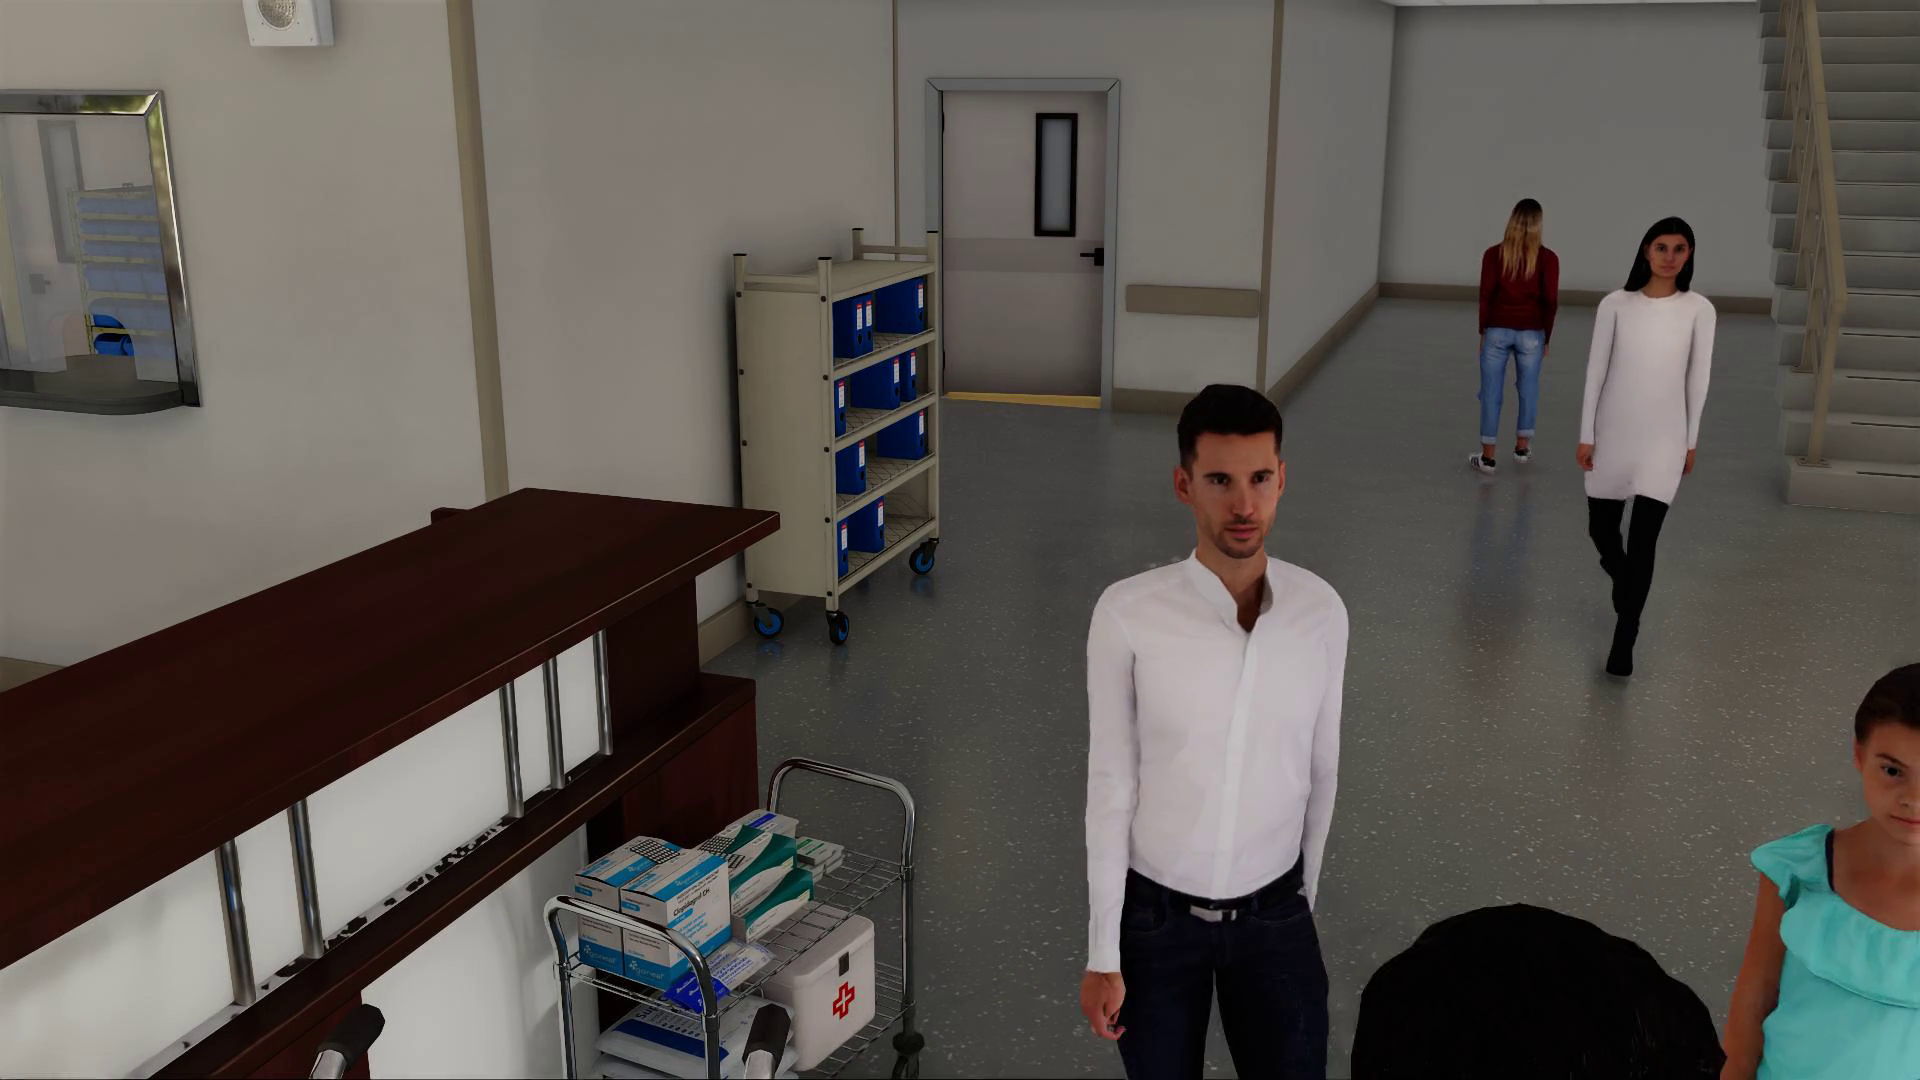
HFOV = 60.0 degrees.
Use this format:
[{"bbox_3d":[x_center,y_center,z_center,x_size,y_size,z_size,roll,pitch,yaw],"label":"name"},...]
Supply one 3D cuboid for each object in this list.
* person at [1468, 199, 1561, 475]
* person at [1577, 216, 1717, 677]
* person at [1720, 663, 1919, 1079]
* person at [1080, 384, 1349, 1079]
[{"bbox_3d":[3.305,-1.204,9.926,0.636,1.616,0.693,3,16,9],"label":"person"},{"bbox_3d":[2.743,-0.387,6.715,0.699,1.786,1.106,8,17,25],"label":"person"},{"bbox_3d":[1.385,0.902,2.575,0.623,1.551,0.657,12,20,36],"label":"person"},{"bbox_3d":[0.425,0.629,2.988,0.749,1.852,0.819,-1,16,-3],"label":"person"}]
